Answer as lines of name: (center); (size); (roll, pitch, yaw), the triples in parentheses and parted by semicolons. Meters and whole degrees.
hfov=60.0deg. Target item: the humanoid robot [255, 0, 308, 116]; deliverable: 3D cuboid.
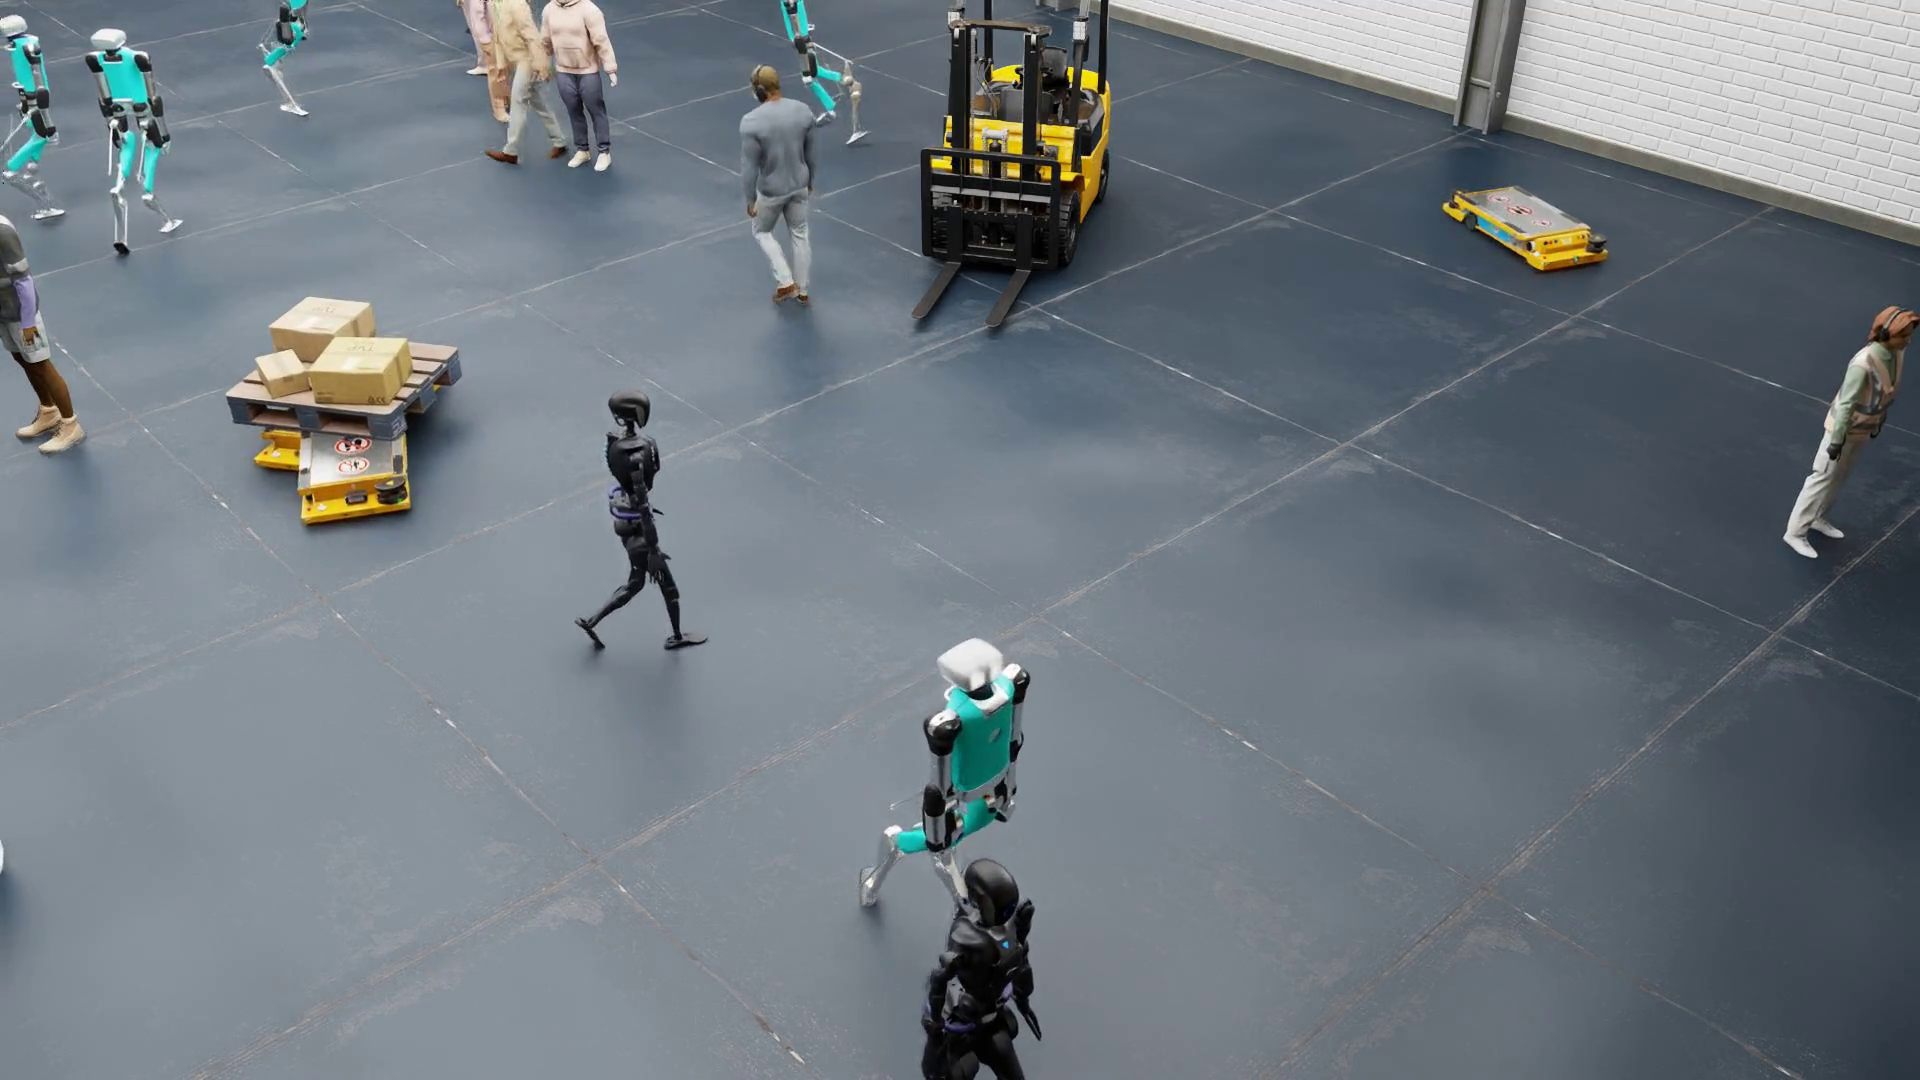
humanoid robot: (-6.851, -5.093, 16.669); (0.841, 1.784, 0.616); (1, 33, 1)

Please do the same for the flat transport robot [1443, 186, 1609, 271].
flat transport robot: (4.861, -2.711, 14.340); (0.659, 0.231, 1.431); (-12, 35, -17)

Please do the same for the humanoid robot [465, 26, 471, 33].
humanoid robot: (-5.748, -6.826, 19.403); (0.597, 1.621, 0.760); (8, 34, 12)

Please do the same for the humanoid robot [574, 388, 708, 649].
humanoid robot: (-1.801, -0.081, 9.037); (0.700, 1.637, 0.610); (-10, 34, -15)

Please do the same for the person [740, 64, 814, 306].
person: (-1.386, -2.700, 12.812); (0.667, 1.913, 0.438); (-20, 38, -28)

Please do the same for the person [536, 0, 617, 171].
person: (-3.543, -4.386, 15.463); (0.811, 1.855, 0.435); (8, 34, 12)

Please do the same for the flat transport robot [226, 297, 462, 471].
flat transport robot: (-4.209, -0.891, 11.542); (0.659, 0.231, 1.431); (7, 34, 11)

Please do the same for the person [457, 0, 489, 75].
person: (-5.265, -5.909, 17.882); (0.324, 1.766, 0.532); (10, 34, 15)

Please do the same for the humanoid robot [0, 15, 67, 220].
humanoid robot: (-8.084, -3.524, 14.269); (0.773, 1.806, 0.541); (-27, 42, -35)

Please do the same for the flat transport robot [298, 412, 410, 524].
flat transport robot: (-4.023, -0.576, 11.059); (0.659, 0.231, 1.431); (-9, 34, -14)

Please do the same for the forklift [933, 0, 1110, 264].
forklift: (0.570, -3.725, 14.138); (1.214, 2.155, 2.313); (9, 34, 13)

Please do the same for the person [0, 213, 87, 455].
person: (-6.245, -1.516, 10.884); (0.616, 2.039, 0.392); (25, 41, 33)

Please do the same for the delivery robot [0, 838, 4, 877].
delivery robot: (-4.727, 1.529, 7.577); (0.499, 0.613, 0.811); (-10, 34, -15)

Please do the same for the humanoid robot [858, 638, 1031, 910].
humanoid robot: (-0.165, 1.062, 7.230); (0.922, 1.801, 0.551); (28, 42, 36)

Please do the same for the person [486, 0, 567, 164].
person: (-4.158, -4.443, 15.579); (0.824, 1.823, 0.608); (-18, 37, -25)

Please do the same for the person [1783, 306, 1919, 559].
person: (5.326, -0.650, 9.929); (0.528, 1.627, 0.319); (-25, 40, -33)

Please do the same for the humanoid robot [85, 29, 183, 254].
humanoid robot: (-6.991, -3.269, 13.902); (0.536, 1.816, 0.898); (2, 33, 3)

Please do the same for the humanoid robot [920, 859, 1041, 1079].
humanoid robot: (0.073, 1.827, 6.080); (0.487, 1.641, 0.609); (24, 40, 32)

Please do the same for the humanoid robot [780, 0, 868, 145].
humanoid robot: (-1.232, -4.544, 15.845); (1.018, 1.739, 0.536); (-2, 33, -2)

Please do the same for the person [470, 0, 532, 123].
person: (-4.624, -5.044, 16.569); (0.431, 1.746, 0.615); (15, 36, 21)
